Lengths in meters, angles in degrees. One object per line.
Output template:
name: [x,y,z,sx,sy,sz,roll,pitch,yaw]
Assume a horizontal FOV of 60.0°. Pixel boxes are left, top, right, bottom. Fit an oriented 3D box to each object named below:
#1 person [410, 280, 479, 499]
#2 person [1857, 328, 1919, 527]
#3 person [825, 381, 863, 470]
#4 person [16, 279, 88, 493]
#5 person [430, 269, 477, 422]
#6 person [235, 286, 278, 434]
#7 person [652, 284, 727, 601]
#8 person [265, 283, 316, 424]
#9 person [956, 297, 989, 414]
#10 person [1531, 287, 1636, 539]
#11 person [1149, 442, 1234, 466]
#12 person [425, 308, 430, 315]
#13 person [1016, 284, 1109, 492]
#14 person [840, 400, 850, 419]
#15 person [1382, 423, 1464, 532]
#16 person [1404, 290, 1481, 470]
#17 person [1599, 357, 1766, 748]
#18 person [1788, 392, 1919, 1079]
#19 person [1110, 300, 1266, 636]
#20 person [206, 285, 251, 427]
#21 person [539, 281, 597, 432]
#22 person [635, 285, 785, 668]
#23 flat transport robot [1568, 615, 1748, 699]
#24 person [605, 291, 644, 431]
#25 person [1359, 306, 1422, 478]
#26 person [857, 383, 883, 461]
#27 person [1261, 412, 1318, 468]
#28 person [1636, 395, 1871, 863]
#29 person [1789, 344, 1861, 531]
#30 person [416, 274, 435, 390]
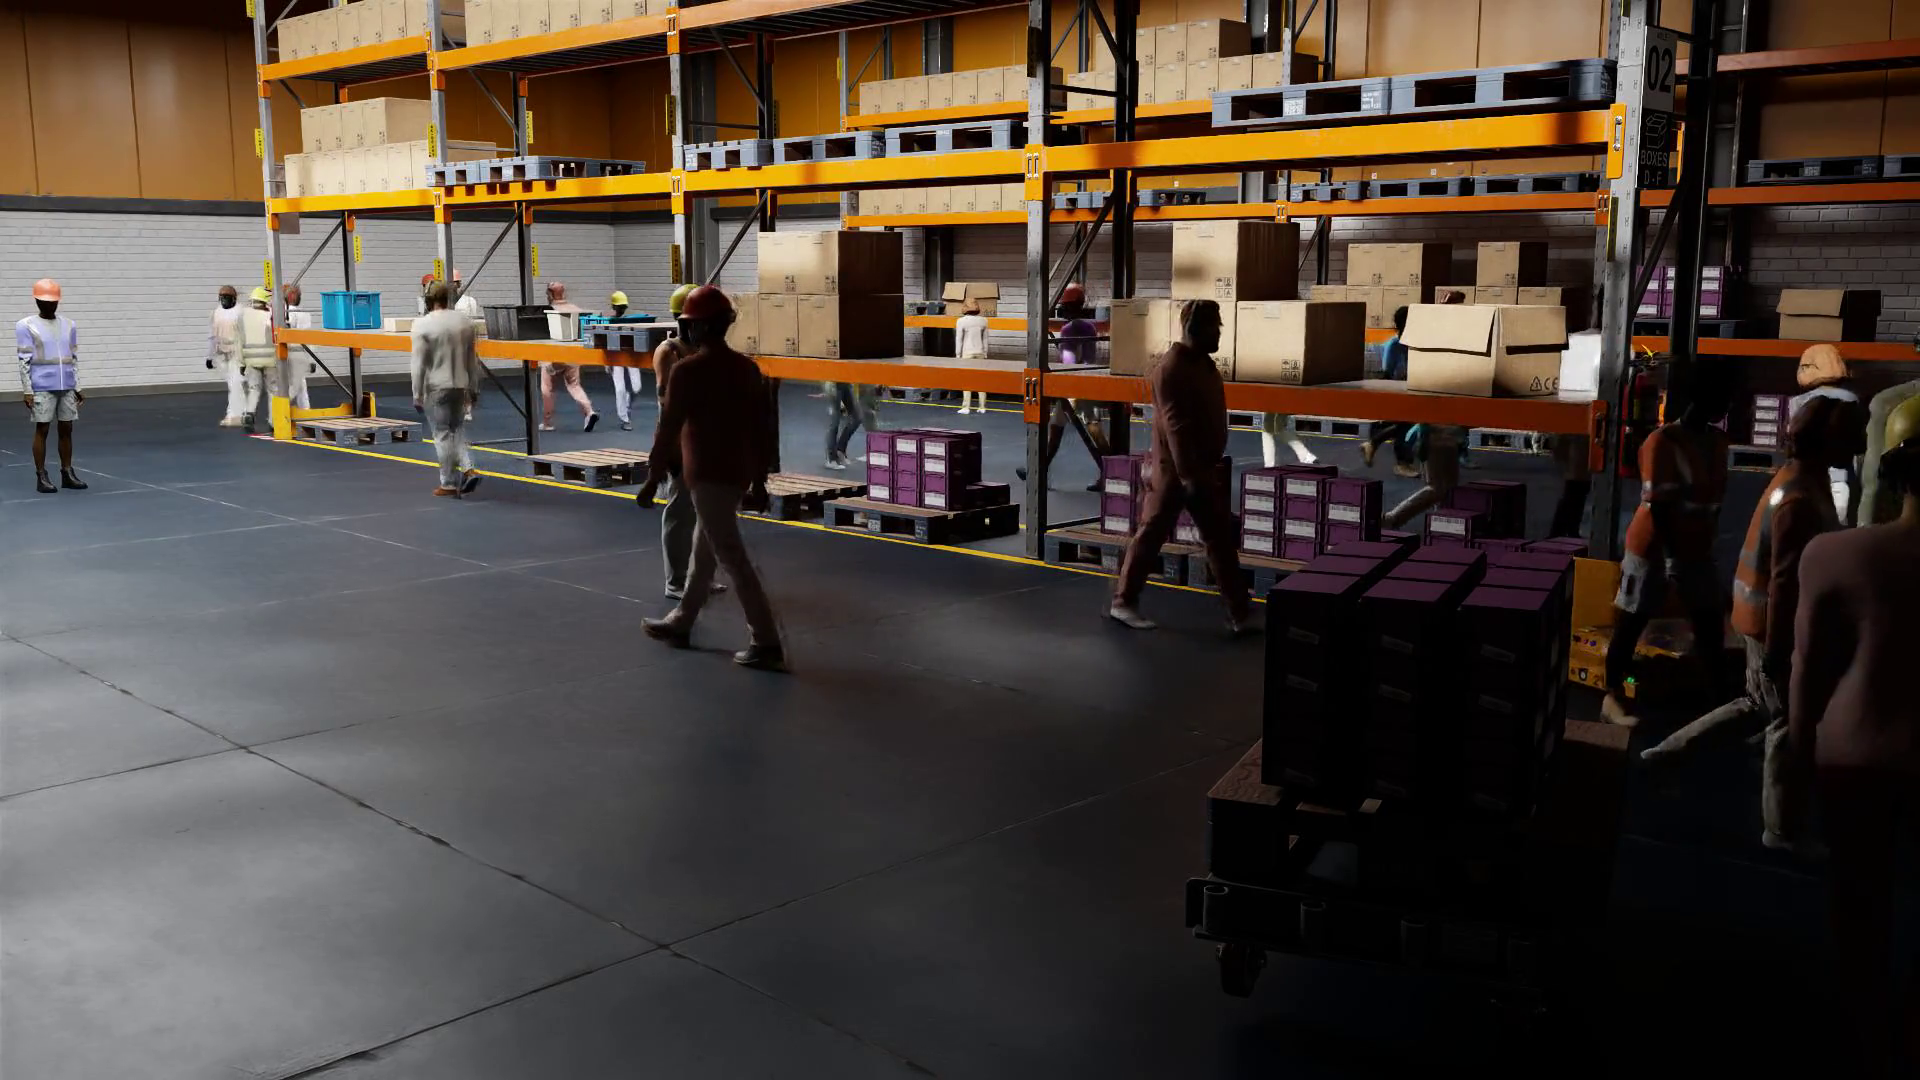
person: [-4.535,-1.312,14.603,0.427,1.925,0.652,7,11,36]
person: [3.676,0.032,6.327,0.597,1.944,0.921,2,10,13]
person: [-1.189,-1.513,16.777,0.365,1.619,0.528,7,12,37]
person: [-8.225,-1.396,15.104,0.370,1.930,0.551,5,11,30]
person: [-6.673,-2.565,21.933,0.607,2.044,0.375,-2,9,-13]
person: [-8.479,-2.167,20.199,0.606,1.814,0.575,0,9,0]
person: [-1.652,-0.596,10.210,0.370,1.928,0.585,3,10,15]
person: [-8.361,-2.272,20.745,0.590,1.855,0.933,4,10,25]
person: [0.174,-2.577,23.292,0.504,1.626,0.284,-5,10,-26]
person: [4.163,-0.731,11.047,0.781,1.915,0.622,-4,10,-24]
person: [2.326,-1.649,16.927,1.036,1.858,0.658,7,11,35]
person: [-8.168,-3.250,26.491,0.659,1.923,0.472,0,9,1]
person: [1.008,-1.377,15.135,1.029,1.878,0.557,7,11,36]
person: [-1.634,-2.622,22.324,0.608,2.030,0.436,-8,12,-40]
person: [3.321,-0.685,11.695,0.504,1.623,0.519,7,11,35]
person: [4.889,-1.632,16.903,0.573,1.812,0.809,-8,12,-42]
person: [3.088,0.060,7.014,0.555,1.641,0.860,-5,10,-27]
person: [2.187,0.531,3.853,0.522,1.752,0.436,6,11,33]
person: [1.272,-0.383,9.146,1.015,1.856,0.639,6,11,33]
person: [-9.359,-2.331,21.218,0.666,1.803,0.810,2,10,13]
person: [-4.922,-2.271,20.653,0.890,1.872,0.637,8,12,41]
person: [-1.272,-0.328,8.561,1.054,1.944,0.625,5,11,30]
flat transport robot: [3.627,0.554,8.230,1.431,0.197,0.652,-4,10,-24]
person: [-4.243,-2.257,20.932,0.544,1.747,0.508,-5,11,-30]
person: [4.229,-1.454,16.238,0.644,1.677,0.538,8,12,40]
person: [-0.982,-1.681,17.487,0.427,1.723,0.497,3,10,18]
person: [2.975,-1.395,15.318,0.527,1.854,0.578,-9,13,-44]
person: [2.720,0.294,5.712,0.619,1.609,0.554,5,11,28]
person: [4.981,-0.319,9.522,0.502,1.605,0.758,-2,10,-14]
person: [-8.693,-3.403,27.389,0.359,1.936,0.552,2,9,11]
